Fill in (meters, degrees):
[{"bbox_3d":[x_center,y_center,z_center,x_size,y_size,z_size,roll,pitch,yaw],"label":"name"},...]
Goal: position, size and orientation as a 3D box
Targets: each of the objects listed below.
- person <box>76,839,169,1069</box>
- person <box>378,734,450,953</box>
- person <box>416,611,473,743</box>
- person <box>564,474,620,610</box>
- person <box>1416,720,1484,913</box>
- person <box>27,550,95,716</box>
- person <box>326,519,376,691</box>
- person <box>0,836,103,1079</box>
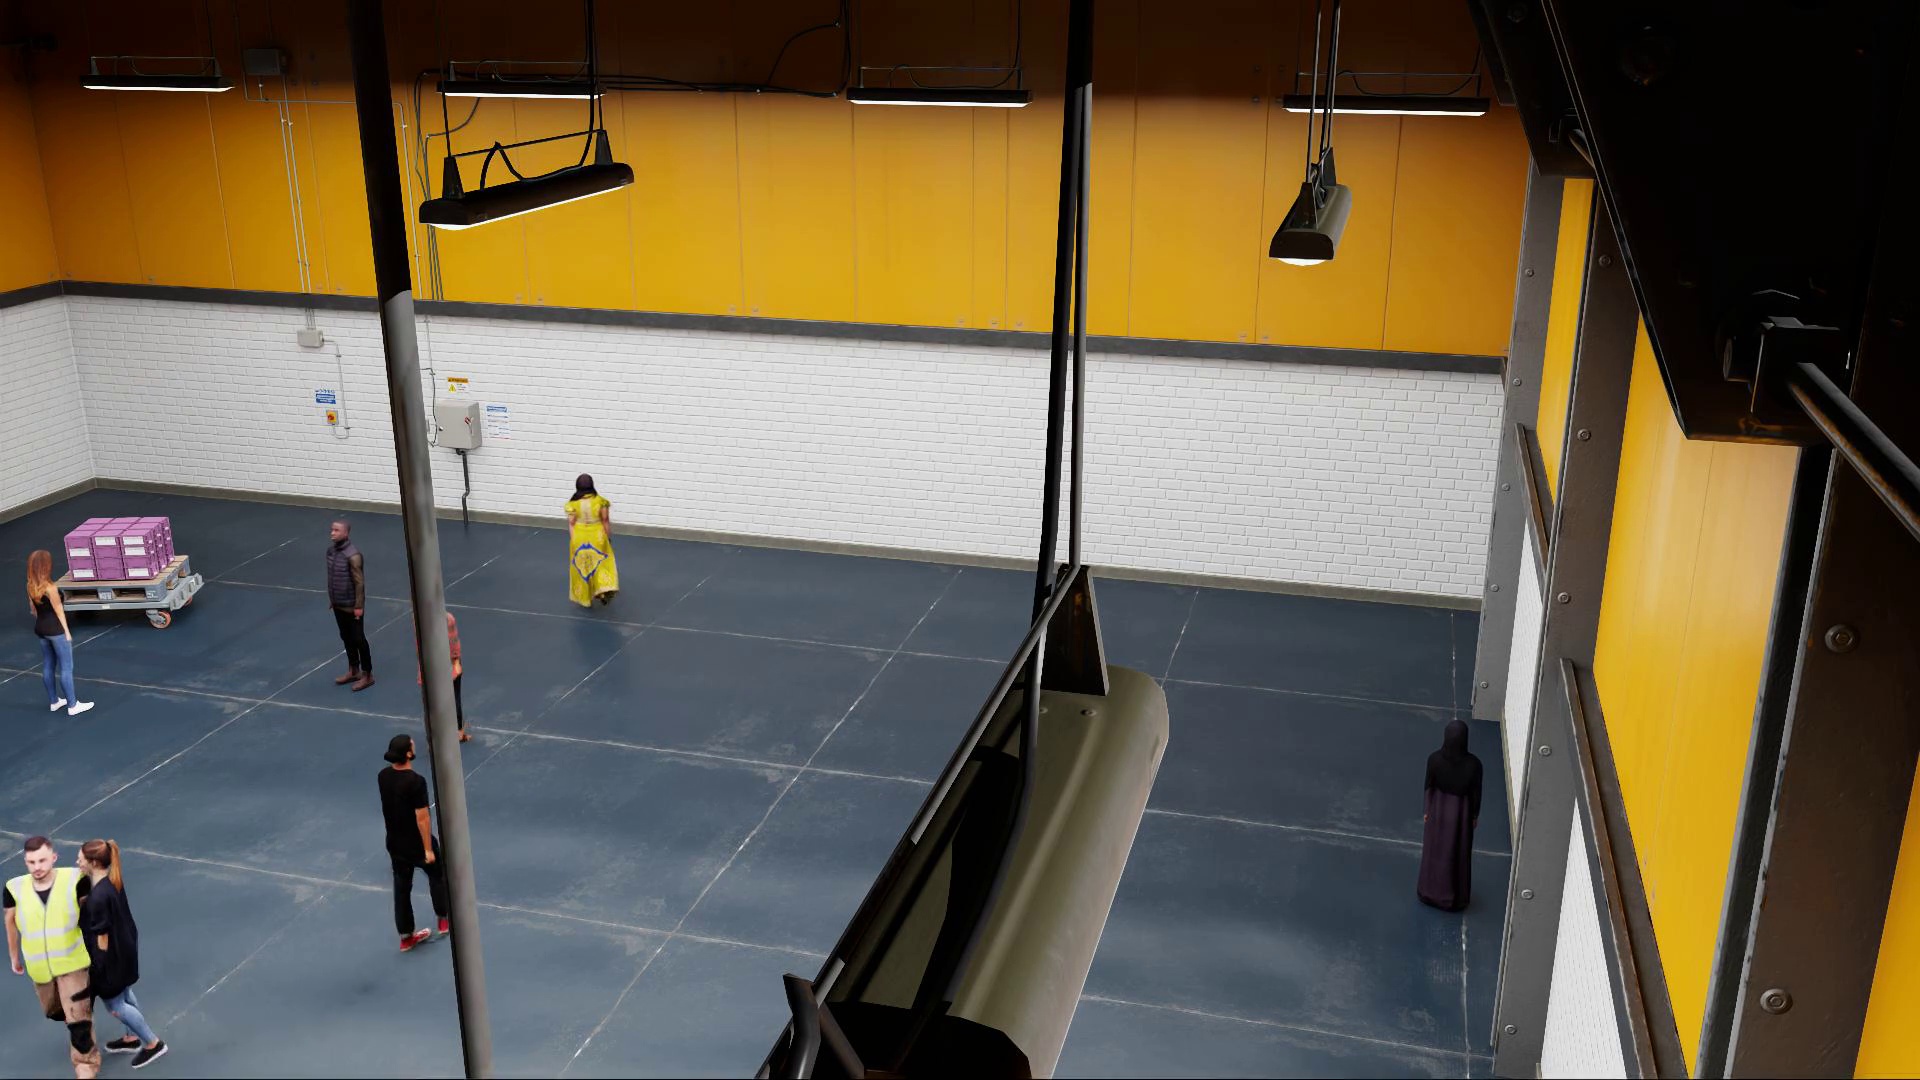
[{"bbox_3d":[-5.713,2.791,11.304,0.835,1.683,0.767,-3,19,-10],"label":"person"},{"bbox_3d":[-4.214,2.324,12.592,0.721,1.745,0.868,8,20,23],"label":"person"},{"bbox_3d":[-5.014,1.208,15.972,0.607,1.704,0.607,5,19,15],"label":"person"},{"bbox_3d":[-4.334,0.049,19.505,0.962,1.646,1.046,-5,19,-16],"label":"person"},{"bbox_3d":[3.905,2.170,13.255,0.613,1.614,0.609,7,20,20],"label":"person"},{"bbox_3d":[-9.162,0.924,16.785,0.630,1.723,0.579,9,20,24],"label":"person"},{"bbox_3d":[-6.398,0.660,17.396,0.775,1.834,0.716,14,23,35],"label":"person"},{"bbox_3d":[-6.037,2.772,11.154,1.066,1.815,1.233,-6,20,-17],"label":"person"}]
